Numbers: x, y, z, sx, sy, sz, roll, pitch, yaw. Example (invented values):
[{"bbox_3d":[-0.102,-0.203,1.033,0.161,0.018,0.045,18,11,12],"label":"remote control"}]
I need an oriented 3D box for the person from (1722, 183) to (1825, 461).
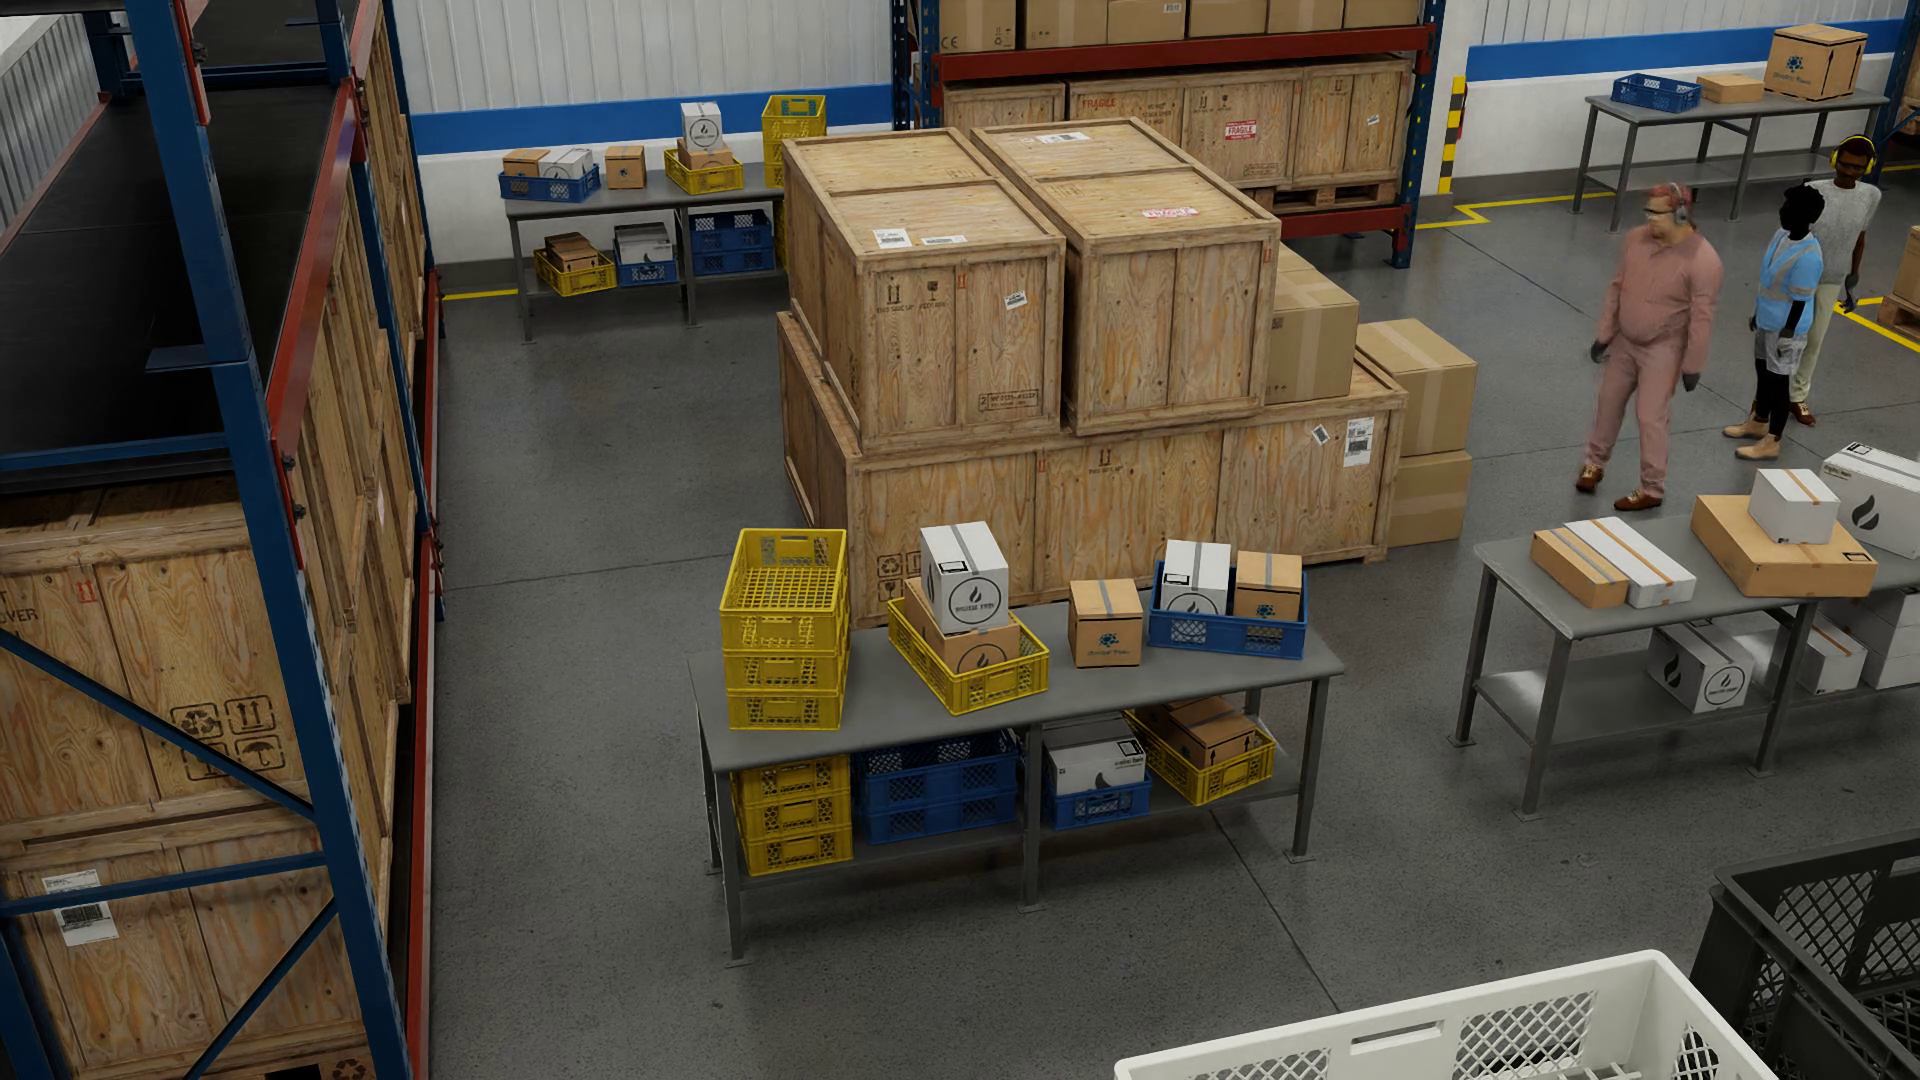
[{"bbox_3d":[4.928,-1.307,10.006,0.322,1.692,0.531,3,29,6],"label":"person"}]

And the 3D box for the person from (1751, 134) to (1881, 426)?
[{"bbox_3d":[5.345,-1.603,10.361,0.517,1.865,0.327,2,29,4],"label":"person"}]

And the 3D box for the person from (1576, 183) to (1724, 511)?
[{"bbox_3d":[3.886,-1.087,9.395,0.462,1.890,0.652,-10,31,-18],"label":"person"}]
